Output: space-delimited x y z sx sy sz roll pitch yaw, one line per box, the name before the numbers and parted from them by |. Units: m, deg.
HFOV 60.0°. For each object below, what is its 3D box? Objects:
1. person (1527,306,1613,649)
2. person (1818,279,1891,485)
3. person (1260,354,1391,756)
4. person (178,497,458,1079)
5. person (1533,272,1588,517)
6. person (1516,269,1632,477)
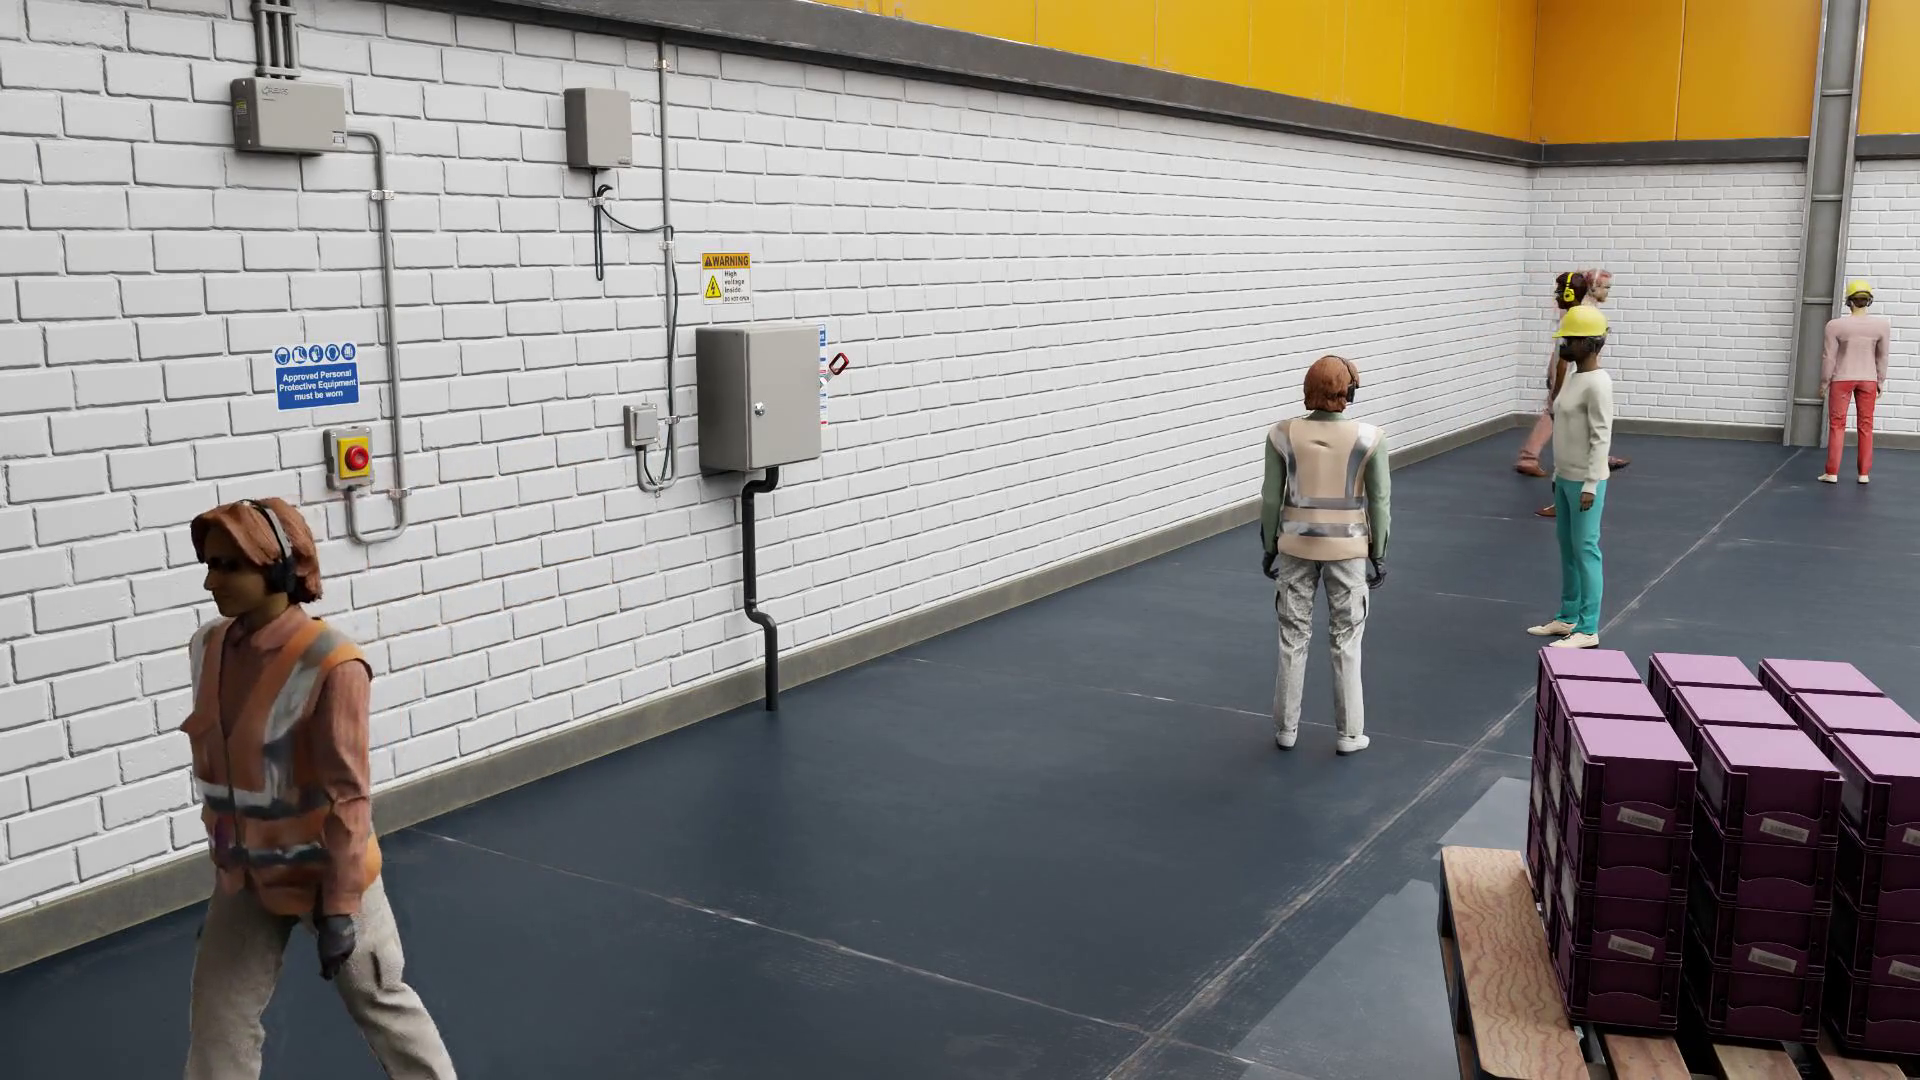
person | 3.174 -0.317 8.589 0.310 1.768 0.533 0 10 1
person | 7.697 -1.354 14.344 0.523 1.765 0.316 2 10 12
person | 1.487 0.068 6.805 0.523 1.639 0.308 4 11 21
person | -1.373 0.697 3.439 0.532 1.592 0.856 5 12 27
person | 4.632 -1.095 12.642 0.506 1.860 0.320 -9 14 -41
person | 5.449 -1.456 14.680 1.035 1.852 0.680 2 10 9
